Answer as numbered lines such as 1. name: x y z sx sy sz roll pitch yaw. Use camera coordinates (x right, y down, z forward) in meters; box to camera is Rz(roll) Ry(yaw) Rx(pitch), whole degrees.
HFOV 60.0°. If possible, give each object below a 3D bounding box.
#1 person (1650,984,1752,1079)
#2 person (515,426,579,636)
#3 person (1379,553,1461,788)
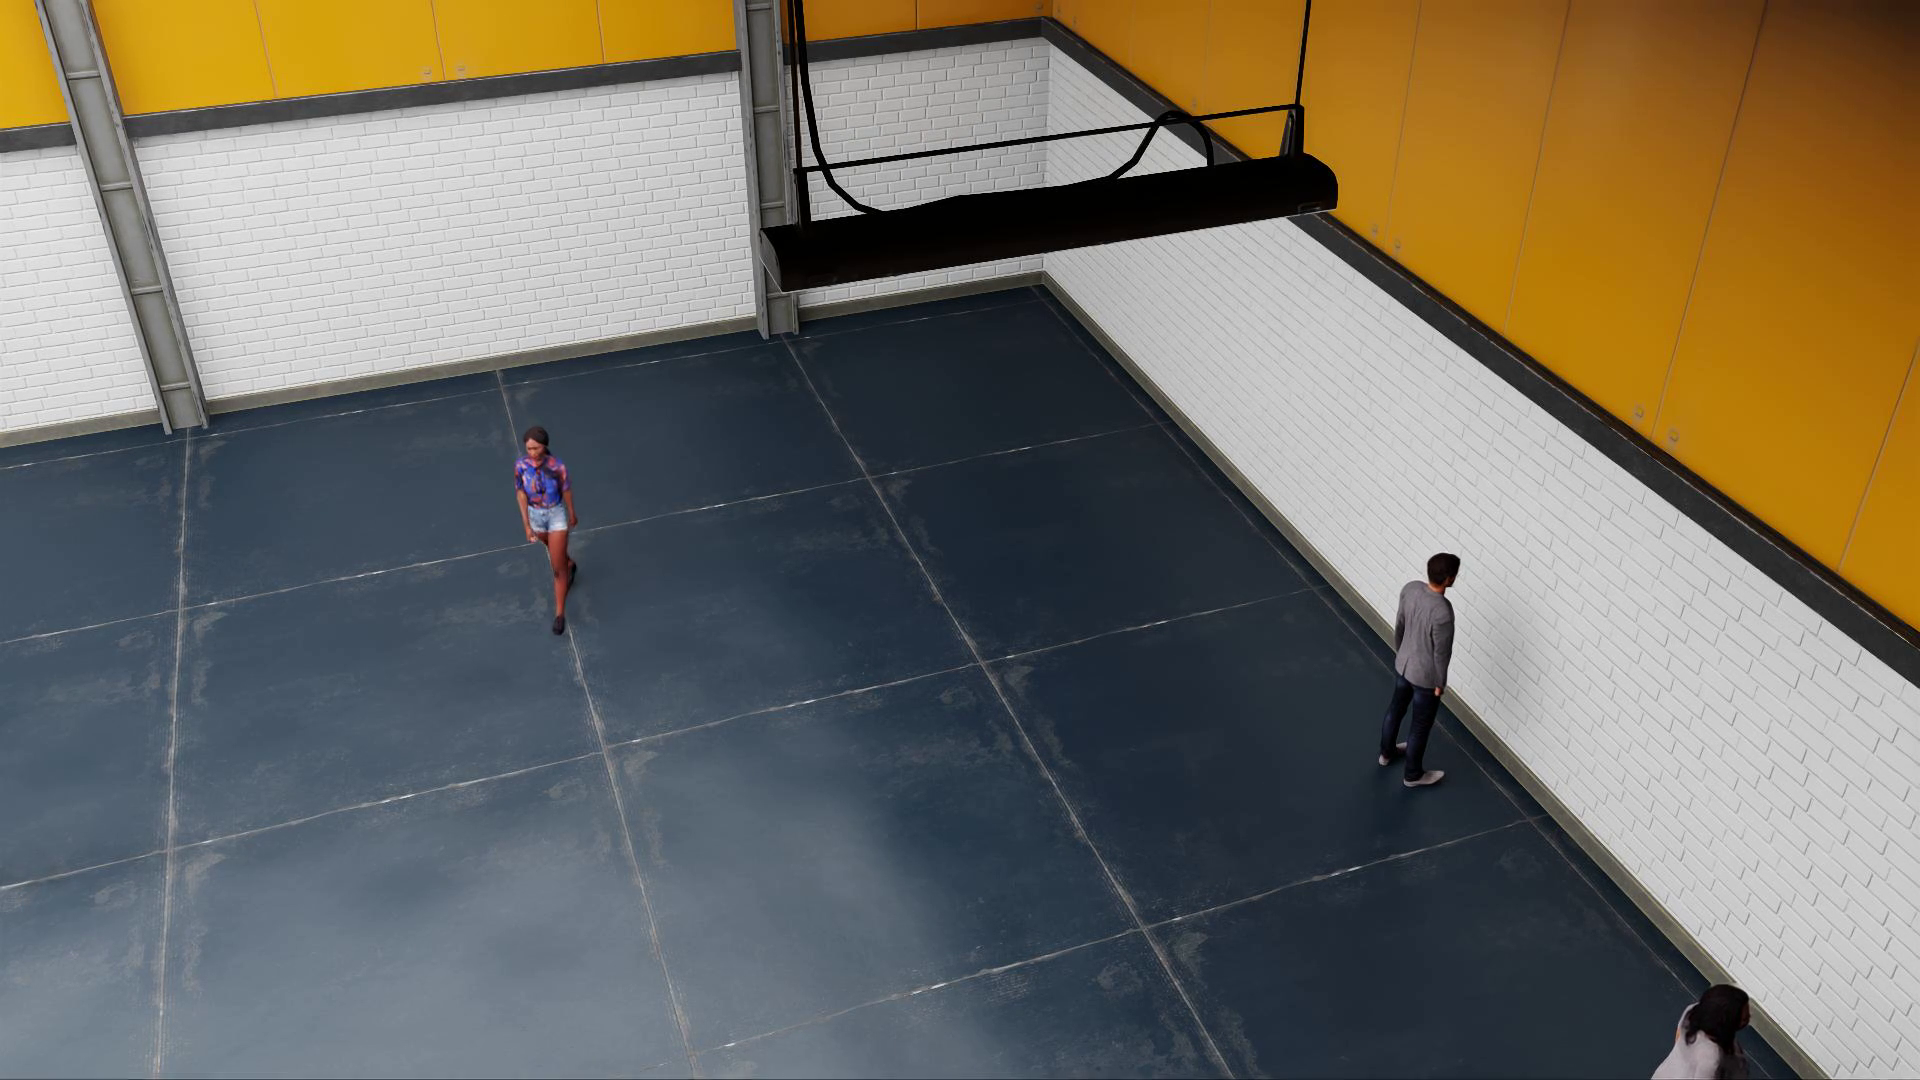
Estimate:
1. person: 3.850 2.935 8.802 0.787 1.611 0.746 4 34 6
2. person: -3.307 -0.188 13.428 1.229 1.691 0.991 1 34 1
3. person: 3.230 0.894 11.635 0.620 1.873 0.696 -15 36 -21
